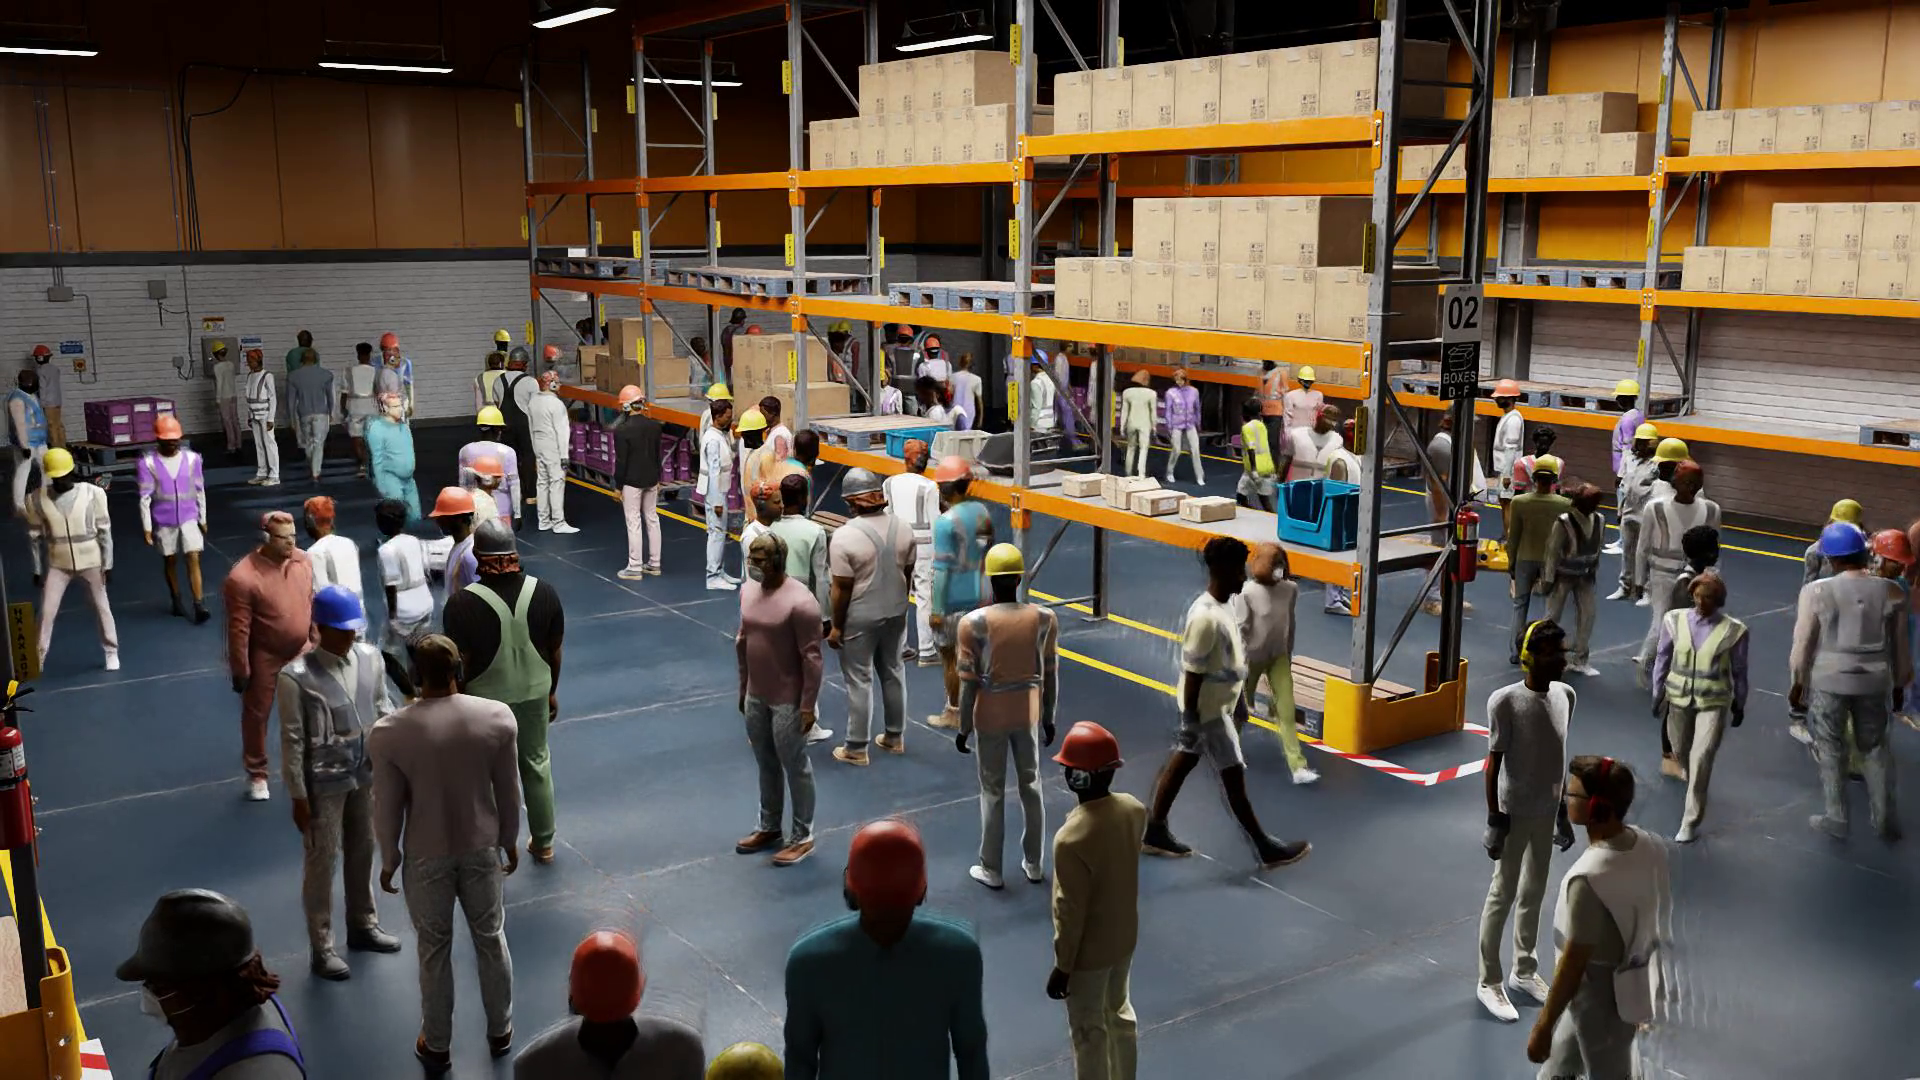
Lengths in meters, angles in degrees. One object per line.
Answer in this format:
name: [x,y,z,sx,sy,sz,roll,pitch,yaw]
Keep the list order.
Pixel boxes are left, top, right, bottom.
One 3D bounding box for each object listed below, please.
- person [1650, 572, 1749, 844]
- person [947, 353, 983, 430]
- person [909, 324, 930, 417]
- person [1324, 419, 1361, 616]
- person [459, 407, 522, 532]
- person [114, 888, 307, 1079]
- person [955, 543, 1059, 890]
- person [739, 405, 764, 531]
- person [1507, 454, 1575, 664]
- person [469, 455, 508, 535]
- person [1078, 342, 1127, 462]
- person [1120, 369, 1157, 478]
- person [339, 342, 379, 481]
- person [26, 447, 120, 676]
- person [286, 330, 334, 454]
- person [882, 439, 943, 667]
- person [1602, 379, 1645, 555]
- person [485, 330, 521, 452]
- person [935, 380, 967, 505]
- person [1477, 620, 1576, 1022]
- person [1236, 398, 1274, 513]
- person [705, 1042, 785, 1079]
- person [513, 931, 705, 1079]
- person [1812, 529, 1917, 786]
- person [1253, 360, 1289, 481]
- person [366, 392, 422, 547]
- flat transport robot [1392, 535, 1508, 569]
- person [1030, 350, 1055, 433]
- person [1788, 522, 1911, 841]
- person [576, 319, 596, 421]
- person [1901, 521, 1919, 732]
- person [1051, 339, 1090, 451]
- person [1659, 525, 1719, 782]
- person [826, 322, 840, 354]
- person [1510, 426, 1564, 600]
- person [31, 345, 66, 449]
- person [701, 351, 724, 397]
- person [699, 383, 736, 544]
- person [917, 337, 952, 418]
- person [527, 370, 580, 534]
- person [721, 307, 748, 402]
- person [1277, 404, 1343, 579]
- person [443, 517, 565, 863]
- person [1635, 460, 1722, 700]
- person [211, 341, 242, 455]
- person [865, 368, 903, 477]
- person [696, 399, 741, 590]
person: [4.489,0.957,10.067,0.513,1.604,0.775,10,15,41]
person: [0.050,-1.732,23.383,0.534,1.784,0.995,3,11,14]
person: [-0.793,-3.161,30.585,0.635,1.831,0.429,10,15,40]
person: [3.564,-0.219,15.493,0.388,1.837,0.561,5,12,24]
person: [-4.385,-0.287,15.617,0.593,1.922,0.384,2,11,12]
person: [-1.927,1.868,4.291,0.537,2.000,0.682,-6,12,-27]
person: [0.250,0.969,9.193,0.594,1.922,0.385,-4,12,-19]
person: [-2.114,-0.538,17.351,0.331,1.747,0.559,-5,12,-22]
person: [4.770,0.173,13.698,0.526,1.760,0.334,5,12,26]
person: [-3.880,0.153,13.830,0.401,1.734,0.599,-3,11,-14]
person: [2.129,-2.083,24.857,0.774,1.911,0.555,4,12,21]
person: [2.445,-1.563,22.955,0.514,1.611,0.665,5,12,25]
person: [-8.346,-1.791,23.273,0.681,1.939,0.452,-4,12,-21]
person: [-7.177,0.177,13.359,0.705,1.891,0.510,-4,12,-20]
person: [-10.159,-2.299,25.935,0.641,1.930,0.556,4,12,21]
person: [-0.369,0.104,13.717,0.573,1.886,0.354,8,13,34]
person: [7.277,-0.795,18.210,0.379,1.928,0.585,6,13,29]
person: [-7.133,-2.313,25.981,0.589,1.927,0.369,6,12,27]
person: [-0.114,-0.912,19.028,0.395,1.841,0.564,-7,13,-33]
person: [2.648,1.283,7.716,0.514,1.876,0.328,-6,12,-26]
person: [3.350,-0.767,18.769,0.592,1.645,0.557,8,14,37]
person: [-0.542,2.062,4.102,0.490,1.728,0.324,2,11,12]
person: [-0.995,1.921,4.870,0.569,1.721,0.737,-3,11,-14]
person: [5.869,0.771,10.691,0.590,1.731,0.426,-7,13,-31]
person: [4.350,-1.785,23.361,0.548,1.901,0.673,-7,13,-31]
person: [-5.918,-0.607,17.340,0.515,1.890,0.650,4,12,18]
flat transport robot: [5.176,0.109,17.835,1.431,0.197,0.652,4,12,20]
person: [1.048,-1.531,21.923,0.389,1.949,0.602,5,12,22]
person: [5.289,0.842,9.900,0.680,1.908,0.391,1,11,6]
person: [-6.415,-2.836,28.659,0.369,1.933,0.627,-3,11,-16]
person: [6.935,0.489,11.611,0.633,1.931,1.035,0,11,-1]
person: [1.699,-2.294,26.202,0.872,1.805,0.511,1,11,6]
person: [4.818,0.734,10.982,0.318,1.696,0.539,7,13,32]
person: [-2.291,-3.207,31.095,0.464,1.718,0.507,-8,14,-36]
person: [5.567,-0.260,16.060,0.535,1.699,0.321,-2,11,-13]
person: [-13.848,-2.084,25.249,0.337,1.752,0.564,0,11,-2]
person: [-3.434,-1.748,23.425,0.400,1.813,0.636,-2,11,-11]
person: [-2.744,-0.865,18.847,0.403,1.824,0.596,-3,12,-17]
person: [-0.389,-2.003,24.395,0.543,1.928,0.373,-6,13,-30]
person: [-4.758,-1.027,19.453,0.642,1.909,0.399,10,15,43]
person: [-4.067,-3.281,30.644,0.701,2.000,0.536,9,15,40]
person: [3.597,-0.491,16.981,0.650,1.795,0.609,0,11,-2]
person: [-2.602,0.870,9.398,0.689,2.000,0.539,-9,14,-39]
person: [5.467,0.316,12.671,0.592,1.869,0.414,0,11,2]
person: [-11.418,-2.200,25.823,0.329,1.765,0.526,1,11,5]
person: [-1.036,-1.514,22.620,0.518,1.645,0.307,1,11,7]
person: [-2.413,-0.452,16.518,0.398,1.908,0.599,-1,11,-3]
